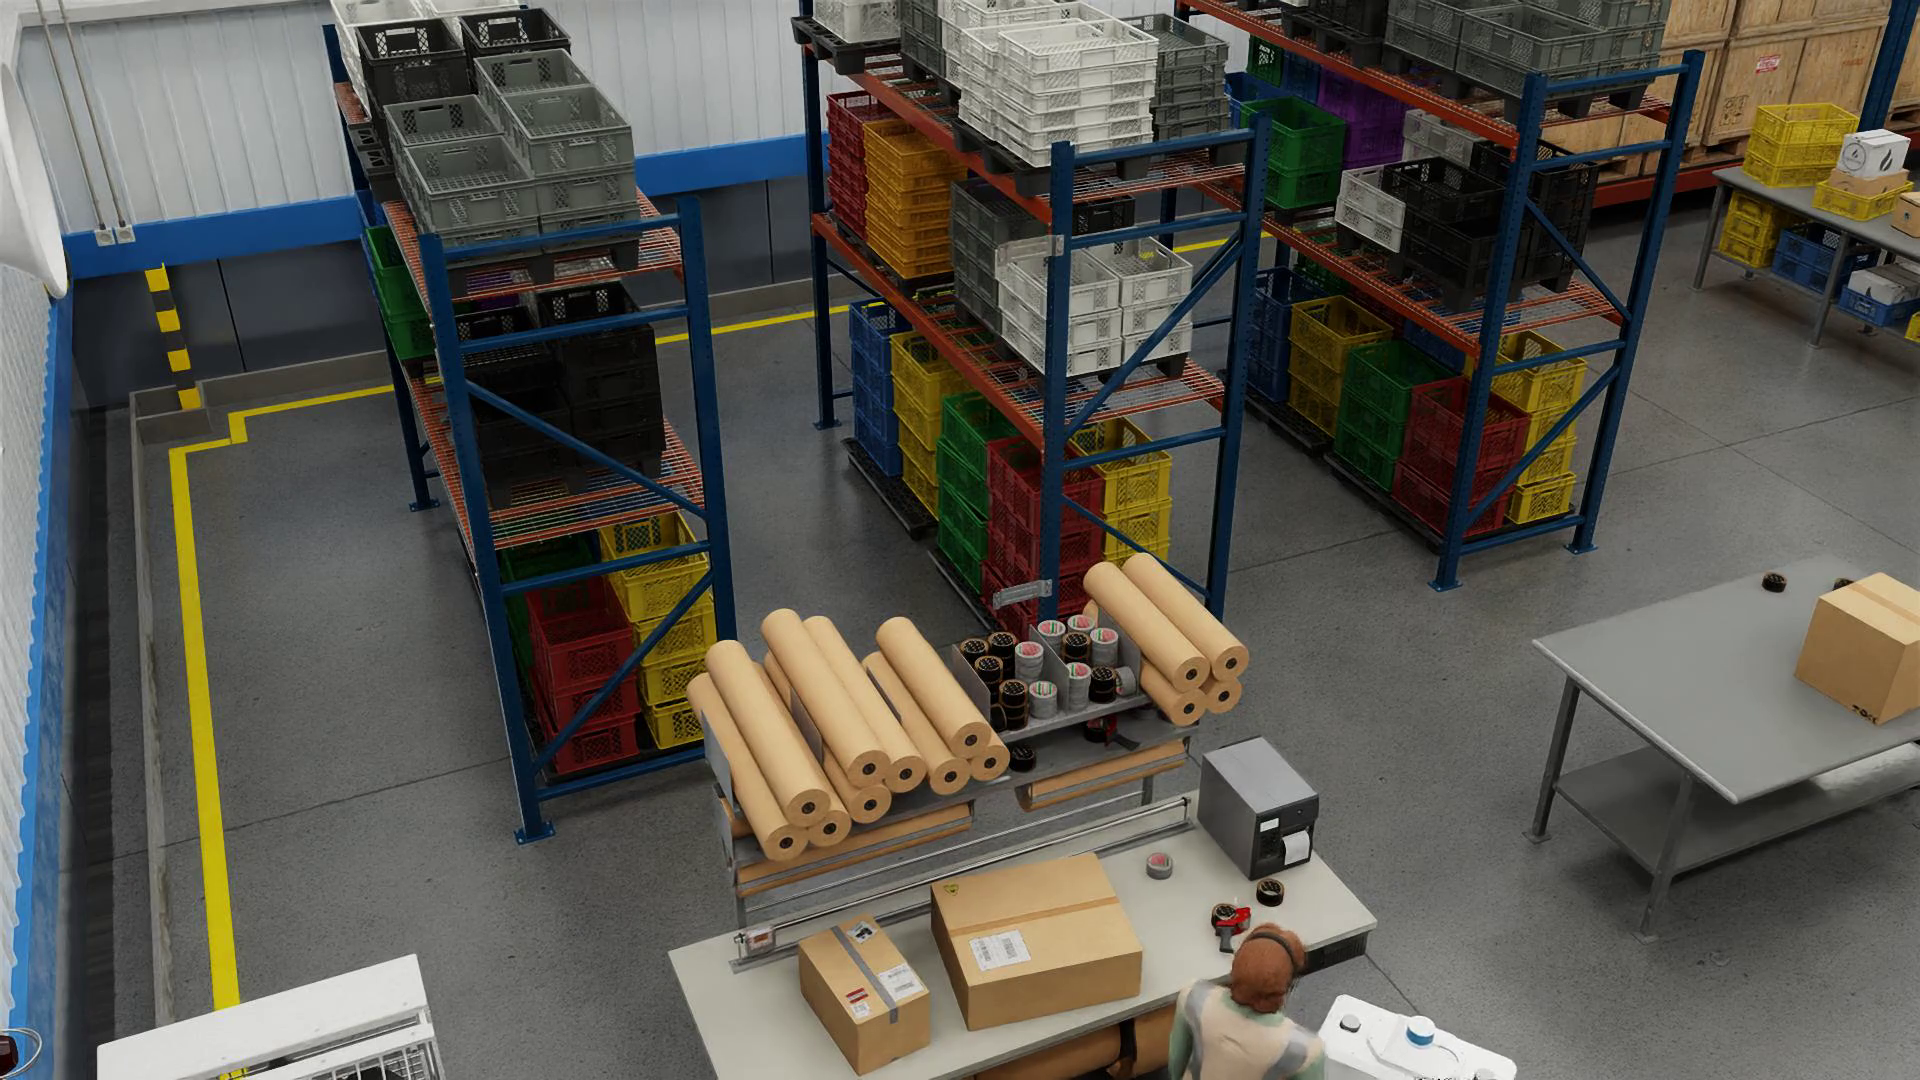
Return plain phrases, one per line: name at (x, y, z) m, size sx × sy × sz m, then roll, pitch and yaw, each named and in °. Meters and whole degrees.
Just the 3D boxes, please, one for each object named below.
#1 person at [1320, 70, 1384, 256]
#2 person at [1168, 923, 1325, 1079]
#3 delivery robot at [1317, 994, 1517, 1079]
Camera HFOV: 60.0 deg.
person at (3.271, -3.296, 13.730) m, size 0.630 × 1.933 × 0.364 m, roll 8°, pitch 32°, yaw 12°
person at (0.882, 1.950, 5.487) m, size 0.605 × 1.630 × 0.426 m, roll 17°, pitch 35°, yaw 25°
delivery robot at (1.722, 2.013, 6.320) m, size 0.707 × 0.478 × 0.477 m, roll 17°, pitch 35°, yaw 25°
